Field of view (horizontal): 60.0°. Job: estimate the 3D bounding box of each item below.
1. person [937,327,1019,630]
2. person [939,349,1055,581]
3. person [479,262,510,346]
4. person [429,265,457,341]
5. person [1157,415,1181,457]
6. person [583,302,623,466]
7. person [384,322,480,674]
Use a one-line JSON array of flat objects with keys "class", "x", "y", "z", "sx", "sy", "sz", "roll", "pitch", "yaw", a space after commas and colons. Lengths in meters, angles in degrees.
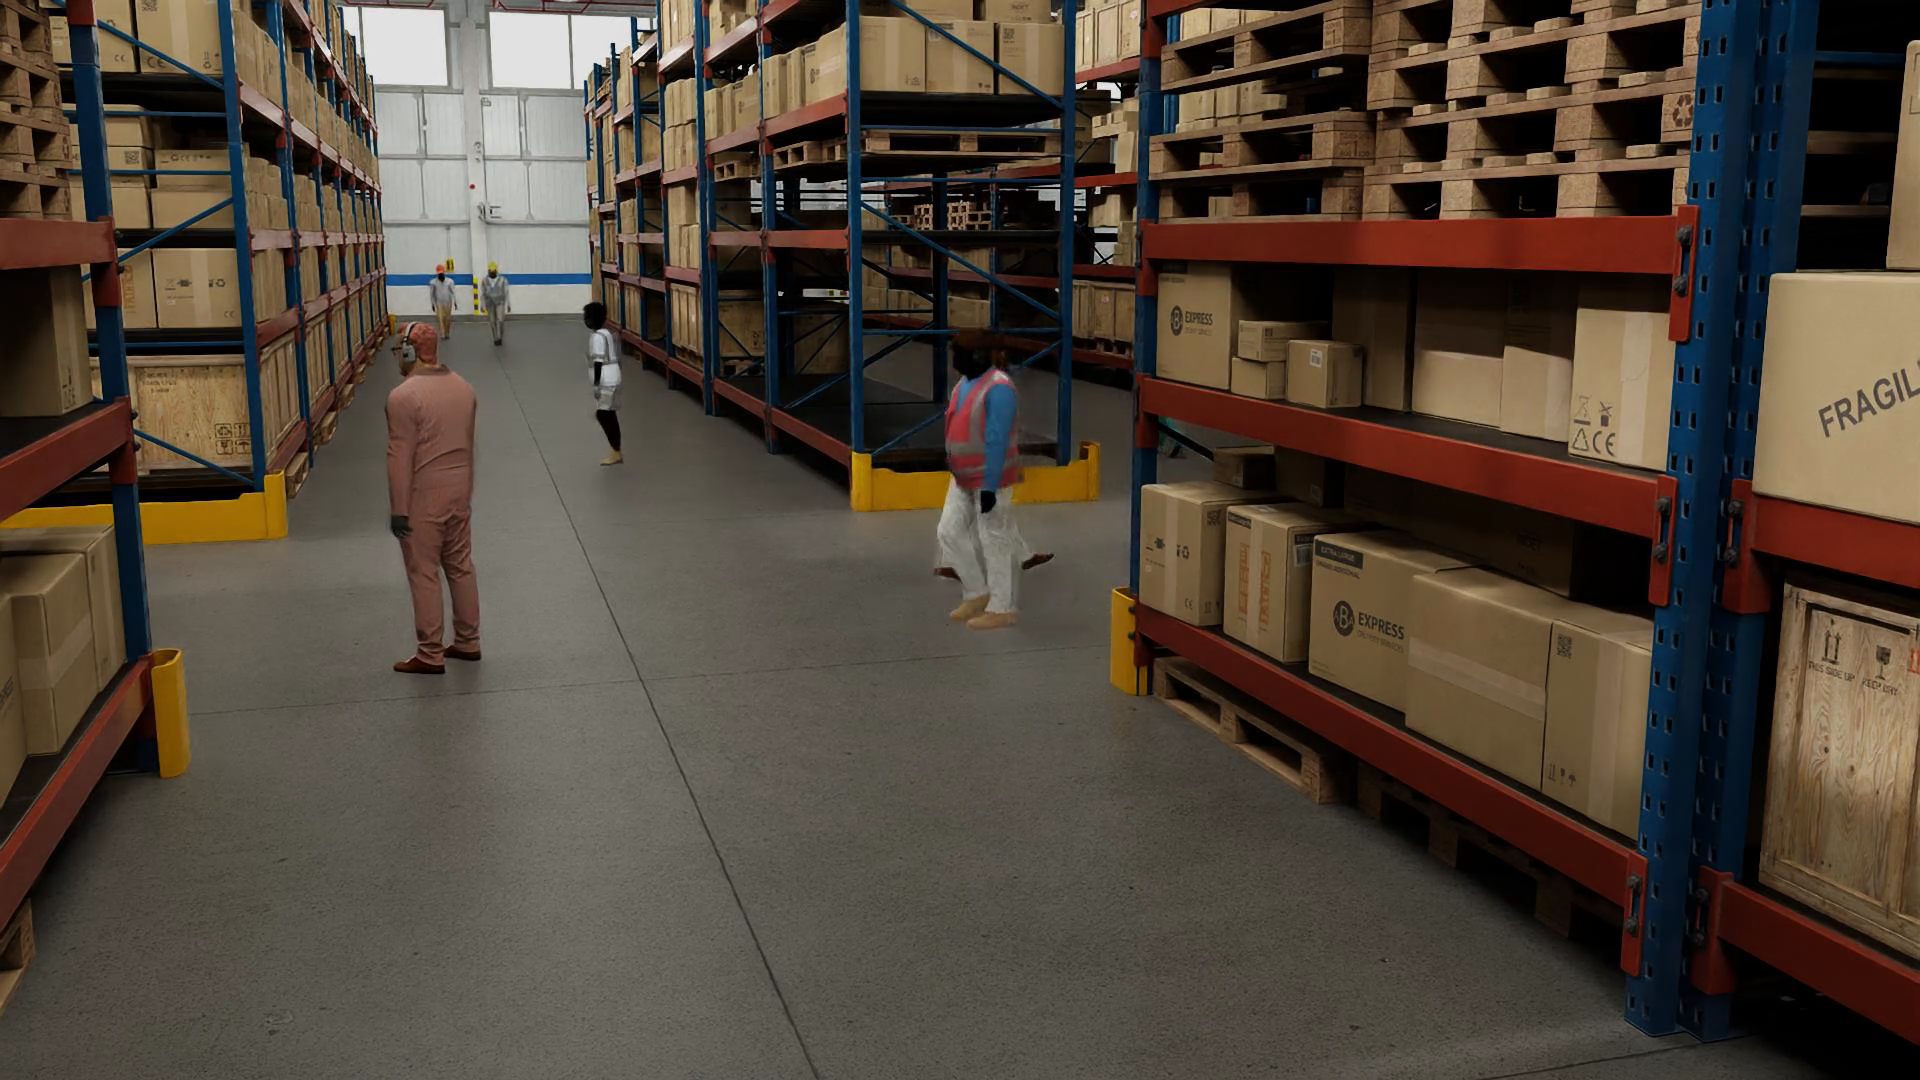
[{"class": "person", "x": 0.115, "y": -0.353, "z": 9.932, "sx": 0.465, "sy": 1.825, "sz": 0.624, "roll": -5, "pitch": 12, "yaw": -27}, {"class": "person", "x": 0.238, "y": -0.509, "z": 11.411, "sx": 0.864, "sy": 1.588, "sz": 0.504, "roll": -2, "pitch": 10, "yaw": -9}, {"class": "person", "x": -10.028, "y": -5.057, "z": 35.756, "sx": 0.626, "sy": 1.793, "sz": 0.872, "roll": -1, "pitch": 10, "yaw": -4}, {"class": "person", "x": -11.809, "y": -5.426, "z": 37.996, "sx": 0.557, "sy": 1.725, "sz": 0.825, "roll": -4, "pitch": 11, "yaw": -22}, {"class": "person", "x": 2.235, "y": -1.770, "z": 17.889, "sx": 0.521, "sy": 1.742, "sz": 0.763, "roll": -5, "pitch": 11, "yaw": -25}, {"class": "person", "x": -3.681, "y": -1.610, "z": 17.192, "sx": 0.339, "sy": 1.689, "sz": 0.646, "roll": 0, "pitch": 10, "yaw": 1}, {"class": "person", "x": -2.884, "y": -0.229, "z": 9.029, "sx": 0.398, "sy": 1.899, "sz": 0.649, "roll": 4, "pitch": 11, "yaw": 21}]
